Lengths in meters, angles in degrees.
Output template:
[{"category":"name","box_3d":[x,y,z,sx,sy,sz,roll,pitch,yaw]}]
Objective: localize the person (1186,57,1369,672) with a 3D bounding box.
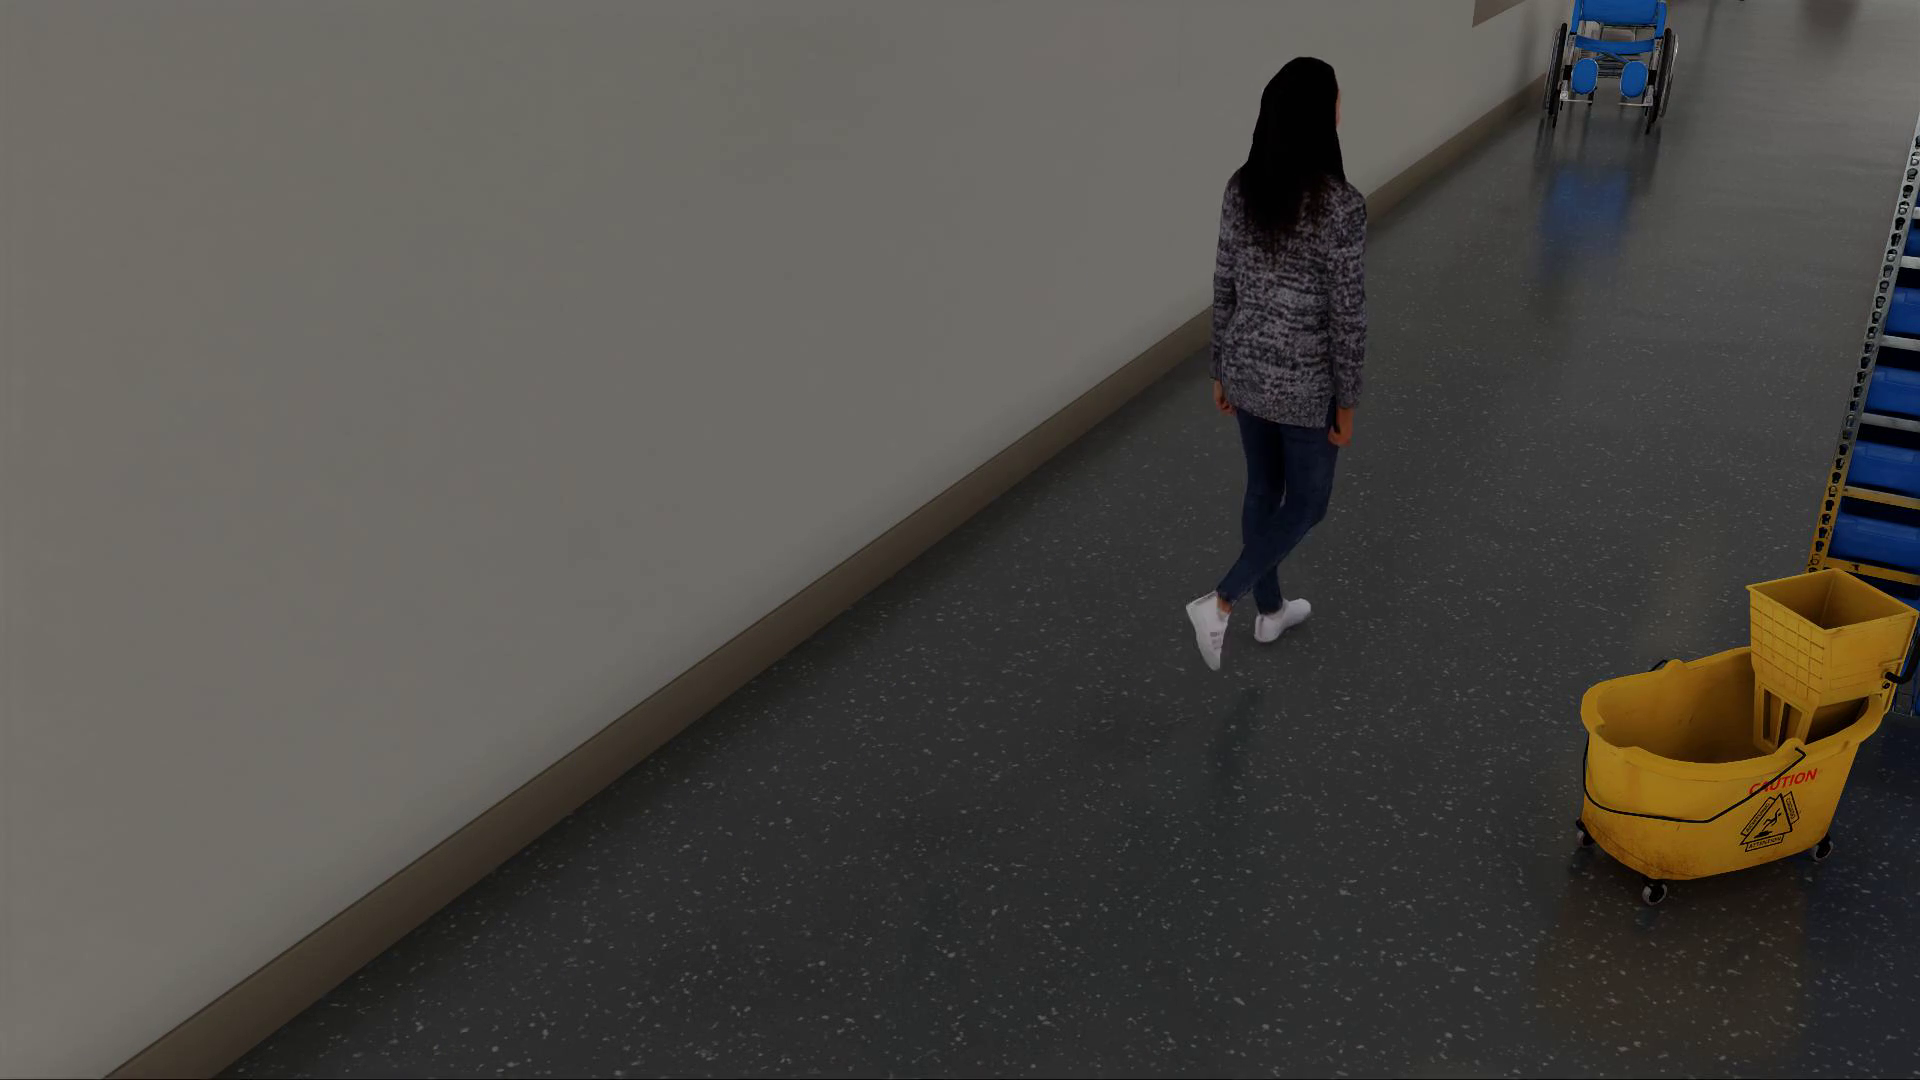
[{"category":"person","box_3d":[0.836,-0.412,4.541,0.958,1.716,0.827,22,33,37]}]
